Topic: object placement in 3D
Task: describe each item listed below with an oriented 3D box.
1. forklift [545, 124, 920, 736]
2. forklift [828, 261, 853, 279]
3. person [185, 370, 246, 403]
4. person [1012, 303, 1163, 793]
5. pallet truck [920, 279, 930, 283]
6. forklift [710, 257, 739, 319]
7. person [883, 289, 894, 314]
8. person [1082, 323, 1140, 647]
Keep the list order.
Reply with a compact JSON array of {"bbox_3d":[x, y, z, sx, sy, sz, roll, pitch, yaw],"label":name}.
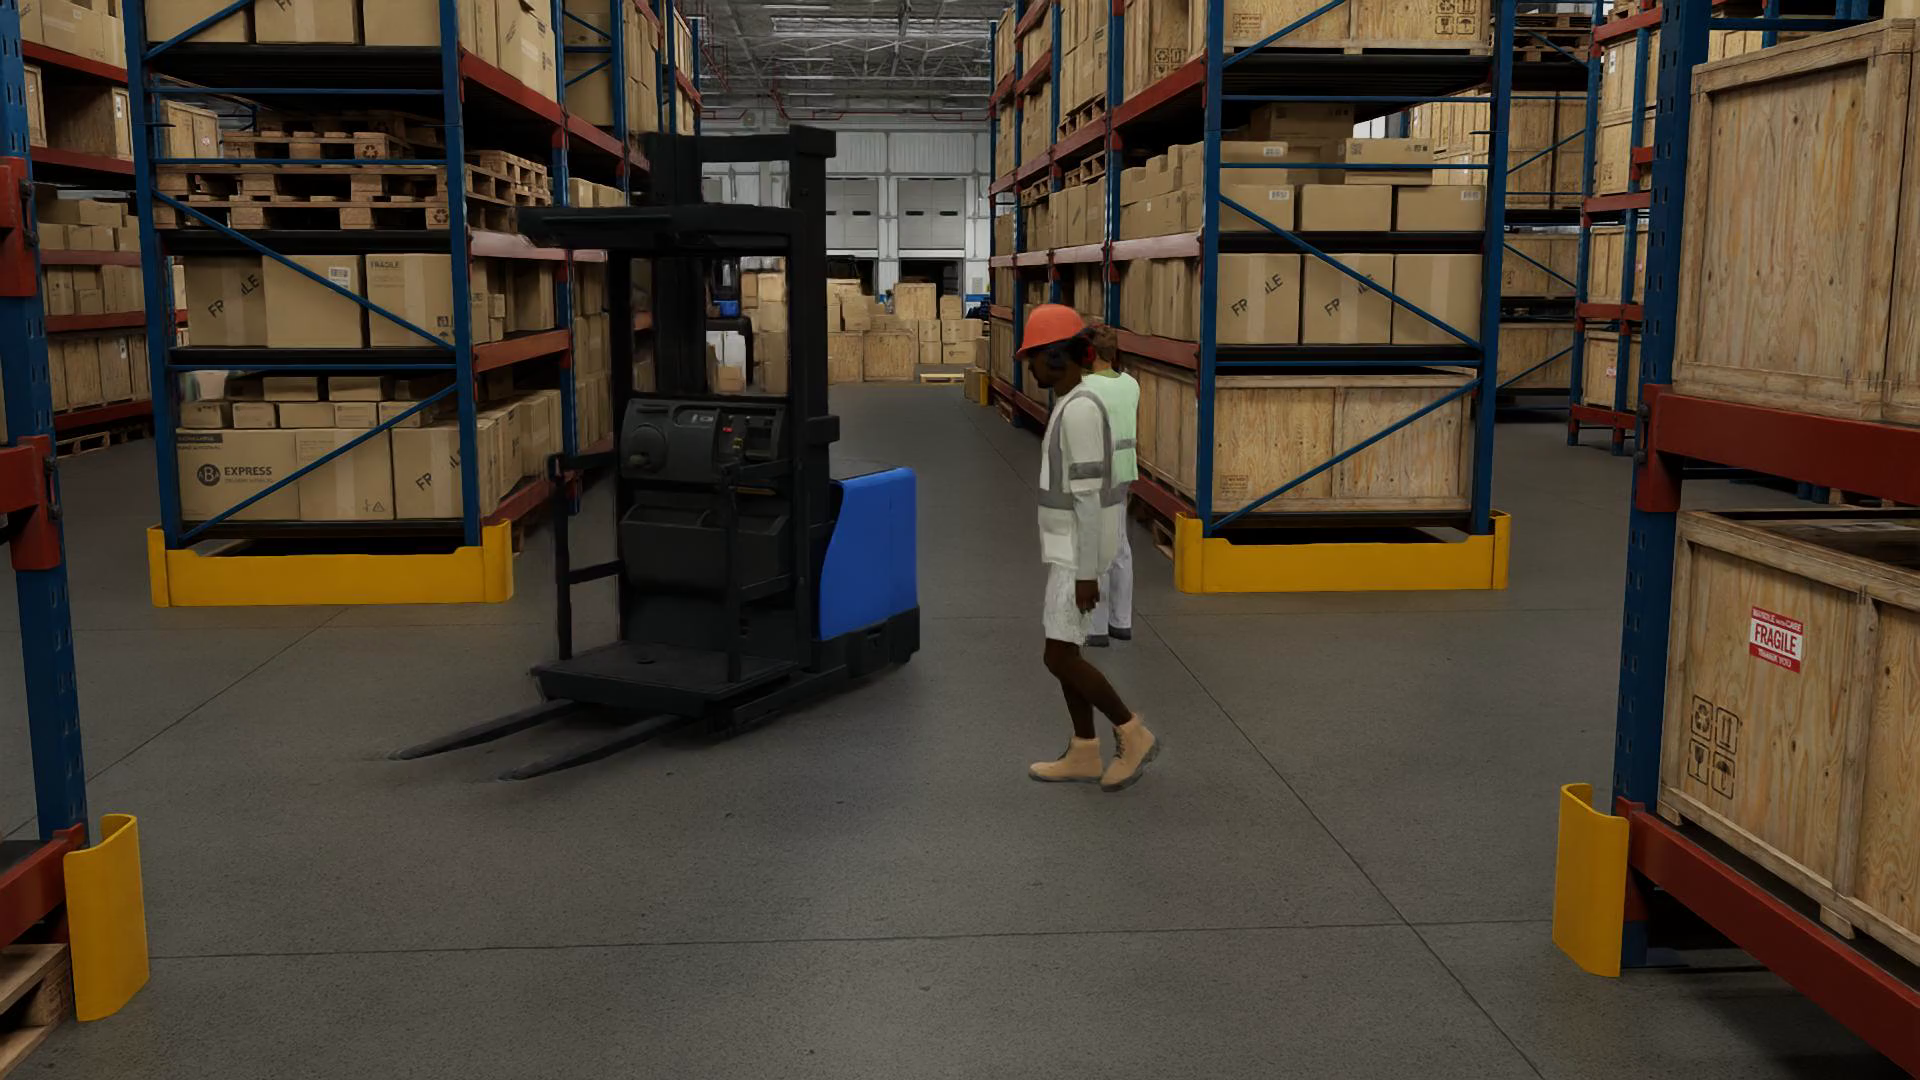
[{"bbox_3d":[-1.078,-0.644,8.373,1.129,2.768,1.873,5,10,27],"label":"forklift"},{"bbox_3d":[-4.124,-8.499,57.697,1.129,2.768,1.873,0,9,0],"label":"forklift"},{"bbox_3d":[-6.358,-0.964,14.305,0.534,1.623,0.370,-1,9,-6],"label":"person"},{"bbox_3d":[0.505,0.051,6.742,0.594,2.008,0.645,0,9,-1],"label":"person"},{"bbox_3d":[-0.932,-8.922,63.114,1.885,1.965,0.823,2,9,13],"label":"pallet truck"},{"bbox_3d":[-8.368,-8.713,59.038,1.129,2.768,1.873,-1,9,-4],"label":"forklift"},{"bbox_3d":[-2.522,-8.061,58.876,0.531,1.620,0.506,4,10,25],"label":"person"},{"bbox_3d":[0.822,-0.308,9.503,0.372,1.843,0.570,8,12,40],"label":"person"}]
